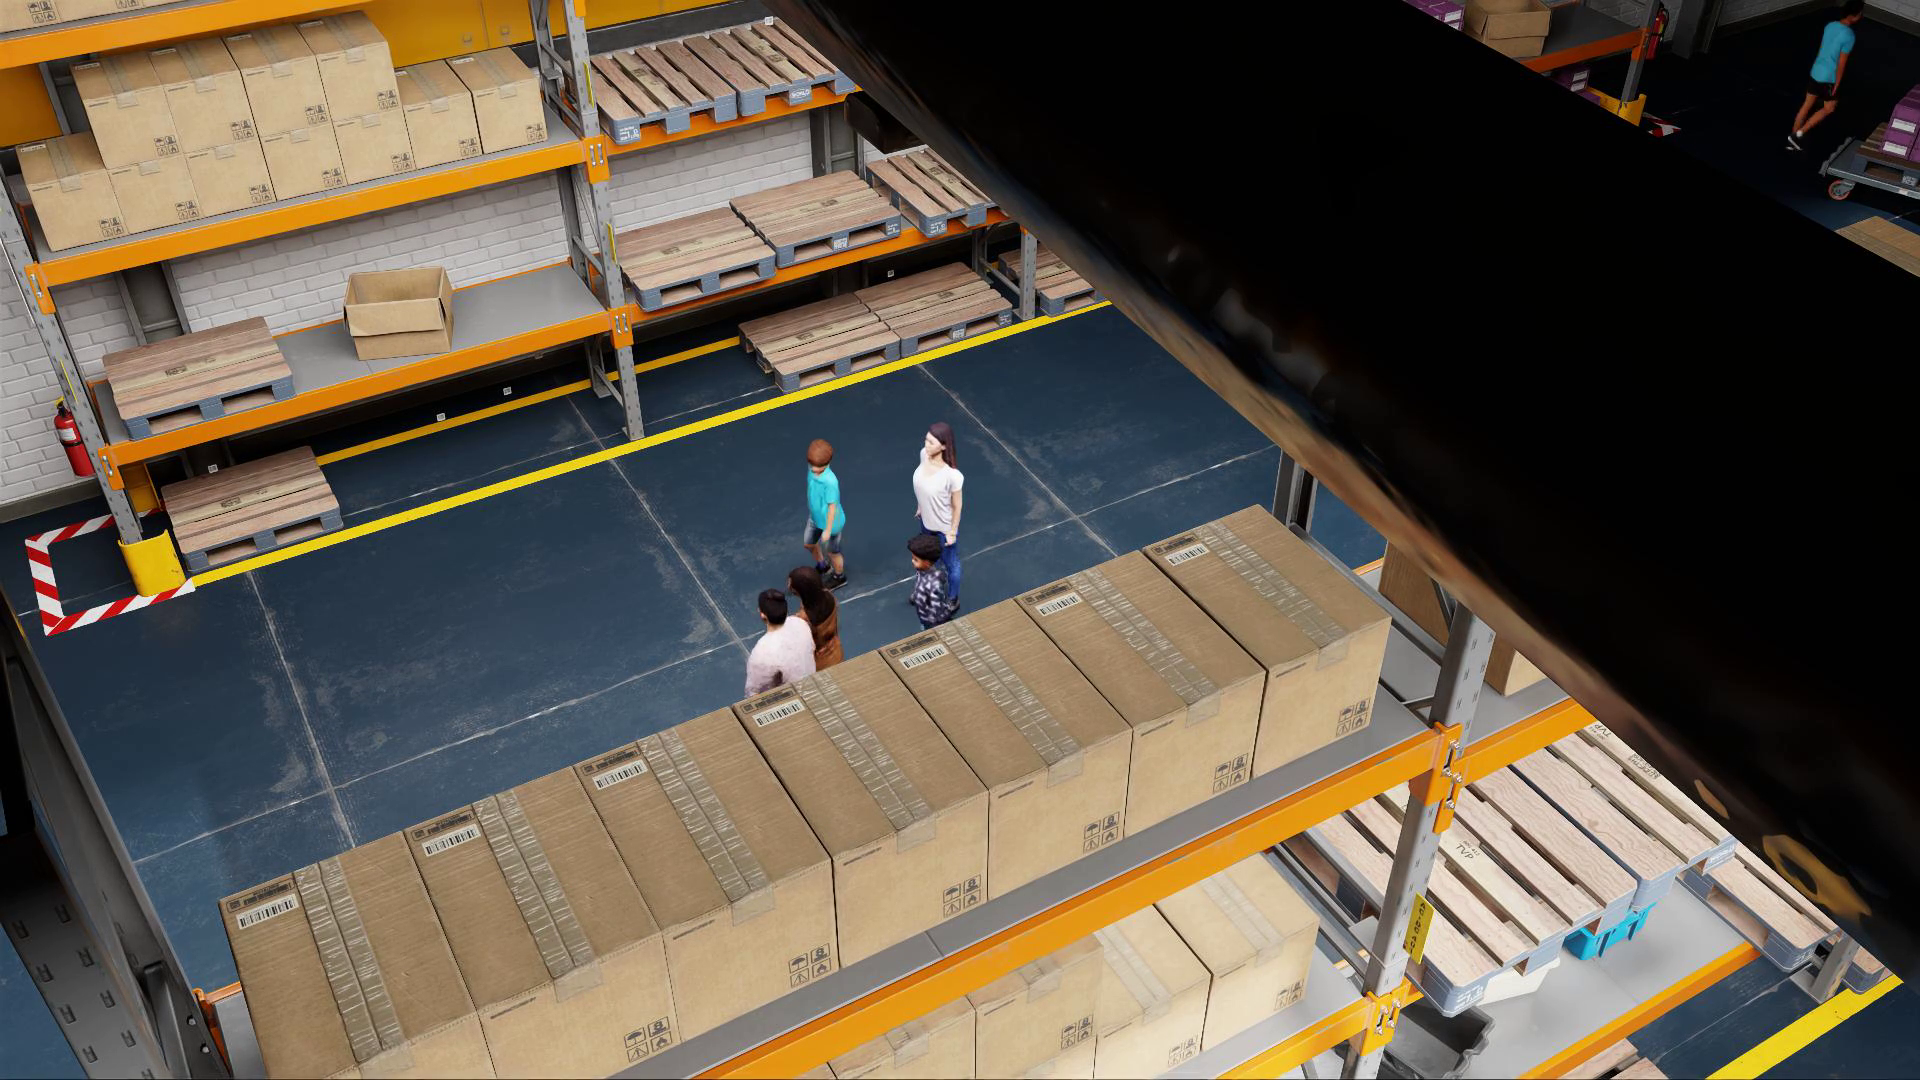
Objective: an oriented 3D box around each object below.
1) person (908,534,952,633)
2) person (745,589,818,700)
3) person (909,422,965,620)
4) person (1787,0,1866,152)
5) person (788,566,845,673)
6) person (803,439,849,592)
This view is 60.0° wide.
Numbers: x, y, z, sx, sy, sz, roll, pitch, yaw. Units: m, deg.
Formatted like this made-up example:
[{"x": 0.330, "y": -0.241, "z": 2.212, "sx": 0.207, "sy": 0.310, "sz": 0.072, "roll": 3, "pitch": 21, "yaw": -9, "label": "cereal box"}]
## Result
[{"x": -0.142, "y": 0.474, "z": 11.757, "sx": 0.729, "sy": 1.237, "sz": 0.572, "roll": -15, "pitch": 41, "yaw": -18, "label": "person"}, {"x": -1.058, "y": 1.062, "z": 10.642, "sx": 1.076, "sy": 1.710, "sz": 1.151, "roll": 20, "pitch": 43, "yaw": 24, "label": "person"}, {"x": -0.146, "y": -0.143, "z": 12.171, "sx": 0.568, "sy": 1.684, "sz": 0.631, "roll": -26, "pitch": 46, "yaw": -29, "label": "person"}, {"x": 9.447, "y": -5.072, "z": 18.279, "sx": 0.740, "sy": 1.764, "sz": 0.736, "roll": -14, "pitch": 41, "yaw": -17, "label": "person"}, {"x": -0.922, "y": 0.832, "z": 10.956, "sx": 0.779, "sy": 1.678, "sz": 0.651, "roll": 19, "pitch": 43, "yaw": 23, "label": "person"}, {"x": -0.941, "y": -0.206, "z": 12.454, "sx": 0.562, "sy": 1.430, "sz": 0.576, "roll": -23, "pitch": 44, "yaw": -26, "label": "person"}]
